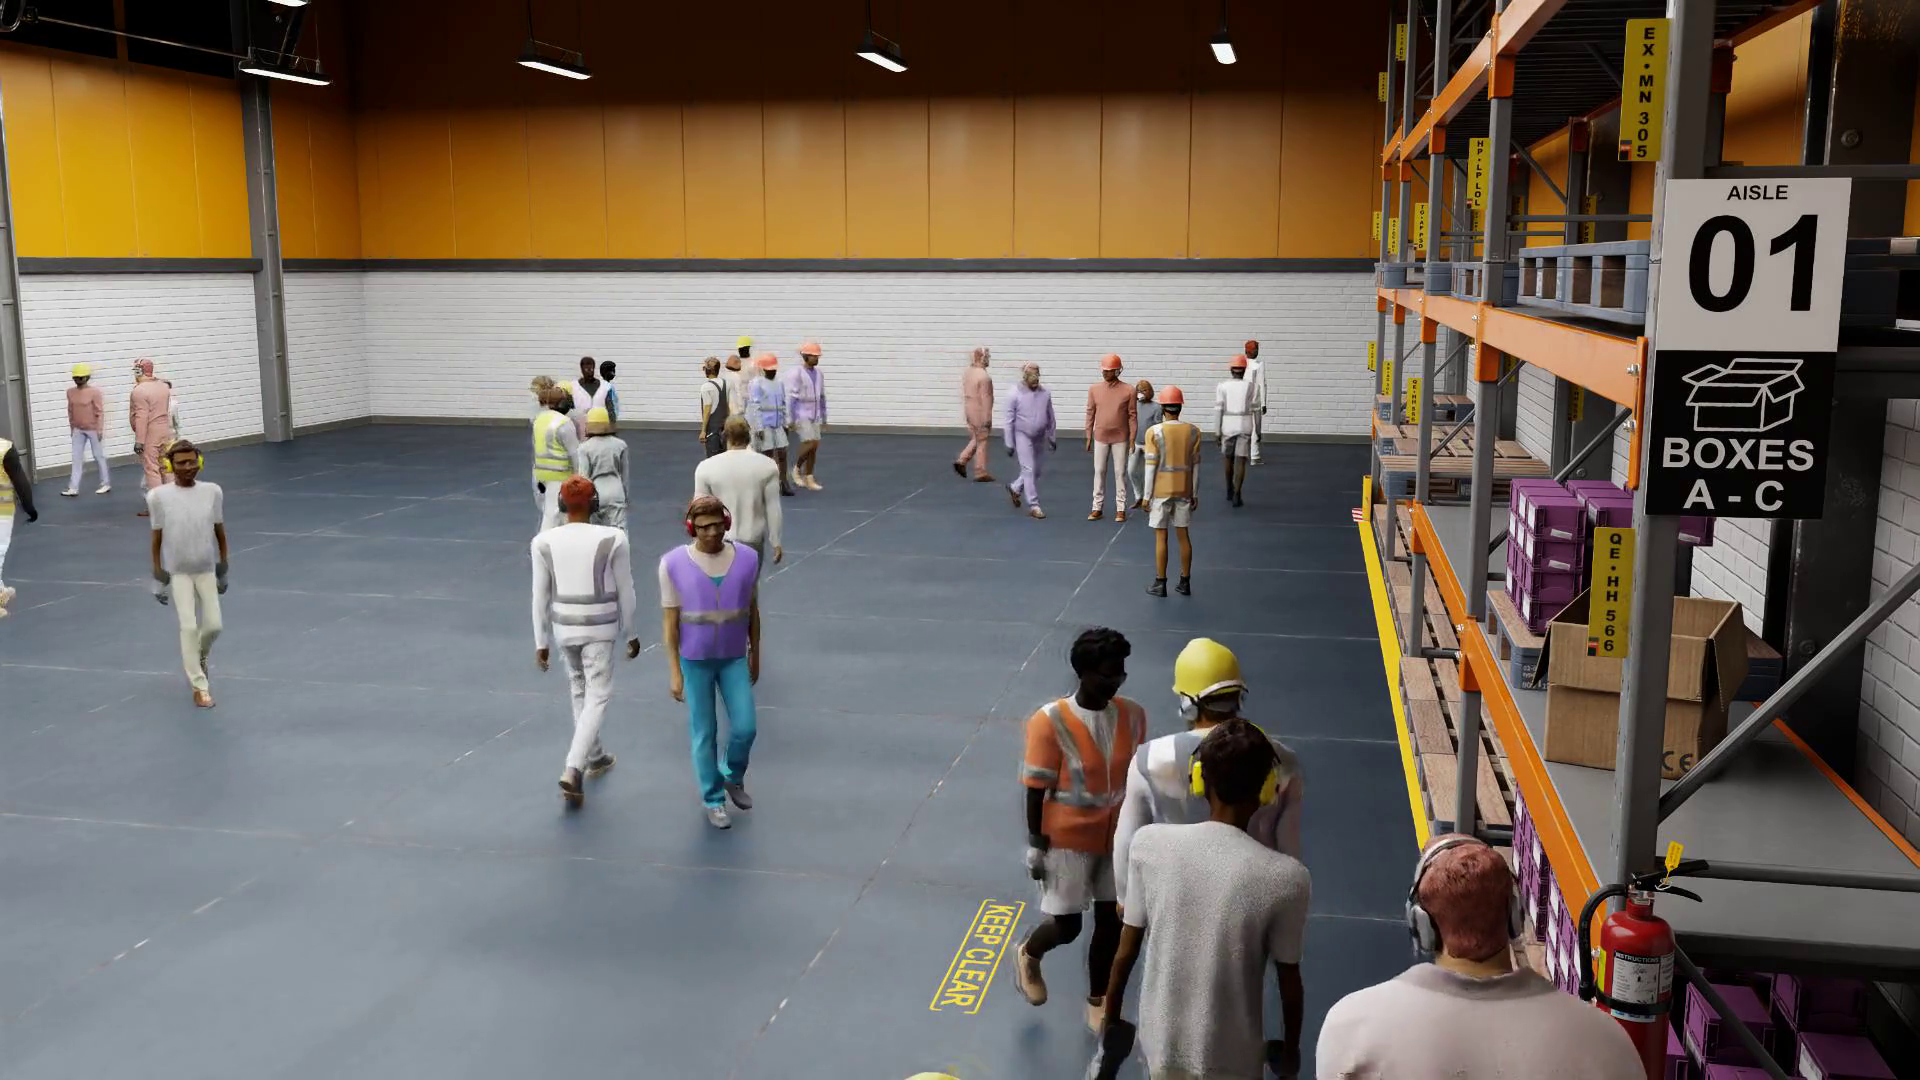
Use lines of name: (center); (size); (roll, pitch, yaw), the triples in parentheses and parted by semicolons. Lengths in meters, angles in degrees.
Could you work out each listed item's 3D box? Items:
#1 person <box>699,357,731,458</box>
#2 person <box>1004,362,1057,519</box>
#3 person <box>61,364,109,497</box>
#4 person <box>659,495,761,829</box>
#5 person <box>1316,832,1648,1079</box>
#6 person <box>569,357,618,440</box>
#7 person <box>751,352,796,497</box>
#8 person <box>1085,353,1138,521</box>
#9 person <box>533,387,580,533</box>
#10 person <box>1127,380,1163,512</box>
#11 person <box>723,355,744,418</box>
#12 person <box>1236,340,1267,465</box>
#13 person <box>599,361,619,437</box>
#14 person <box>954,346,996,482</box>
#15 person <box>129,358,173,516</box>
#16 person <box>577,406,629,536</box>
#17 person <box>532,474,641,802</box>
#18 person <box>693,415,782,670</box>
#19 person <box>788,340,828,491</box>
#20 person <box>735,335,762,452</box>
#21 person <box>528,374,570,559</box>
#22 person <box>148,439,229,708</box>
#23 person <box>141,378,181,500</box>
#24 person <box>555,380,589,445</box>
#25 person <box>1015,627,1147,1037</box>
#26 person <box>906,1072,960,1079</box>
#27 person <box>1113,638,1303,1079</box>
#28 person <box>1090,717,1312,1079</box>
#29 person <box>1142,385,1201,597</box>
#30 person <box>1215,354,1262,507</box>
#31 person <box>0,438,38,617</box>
person: (-3.162, -1.432, 21.427); (0.344, 1.847, 0.504); (6, 11, 31)
person: (0.804, -1.221, 20.081); (0.694, 1.871, 0.793); (-6, 11, -33)
person: (-11.468, -1.437, 21.773); (0.547, 1.728, 0.746); (1, 10, 8)
person: (-1.322, 0.657, 8.929); (0.571, 1.820, 0.452); (-4, 10, -25)
person: (1.104, 1.531, 3.502); (0.787, 1.857, 0.895); (2, 10, 12)
person: (-4.591, -1.344, 20.827); (0.593, 1.873, 0.939); (-6, 11, -32)
person: (-2.390, -1.482, 21.592); (0.590, 1.899, 0.611); (8, 12, 41)
person: (1.781, -1.207, 19.631); (0.623, 1.988, 0.392); (3, 10, 17)
person: (-3.902, -0.620, 16.647); (0.876, 1.802, 0.634); (-7, 11, -35)
person: (2.269, -1.164, 20.482); (0.505, 1.622, 0.376); (5, 11, 29)
person: (-3.517, -2.060, 25.852); (0.268, 1.631, 0.507); (-7, 12, -37)
person: (4.399, -2.075, 25.194); (0.573, 1.883, 0.355); (9, 13, 43)
person: (-4.918, -1.652, 23.215); (0.320, 1.692, 0.531); (-5, 11, -26)
person: (0.244, -1.741, 23.143); (0.488, 1.893, 0.662); (-5, 11, -27)
person: (-9.810, -1.245, 20.120); (0.402, 1.906, 0.652); (0, 9, 3)
person: (-3.359, -0.399, 15.644); (0.504, 1.705, 0.869); (-5, 11, -26)
person: (-2.171, 0.546, 9.536); (0.571, 1.855, 0.929); (2, 10, 10)
person: (-1.720, -0.009, 12.706); (0.660, 1.889, 0.990); (-3, 10, -17)
person: (-2.001, -1.648, 22.189); (0.419, 2.022, 0.627); (7, 12, 37)
person: (-3.419, -2.328, 26.631); (0.623, 1.908, 0.426); (7, 12, 37)
person: (-4.184, -0.775, 17.268); (0.700, 1.920, 0.632); (-9, 13, -43)
person: (-5.333, 0.214, 11.493); (0.516, 1.855, 0.602); (-8, 12, -39)
person: (-10.007, -1.212, 20.761); (0.490, 1.618, 0.529); (7, 12, 37)
person: (-4.402, -0.898, 18.506); (0.529, 1.751, 0.598); (0, 9, -2)
person: (0.453, 1.133, 6.485); (0.555, 1.674, 0.496); (-5, 11, -29)
person: (-0.027, 1.708, 2.726); (0.598, 1.778, 0.911); (2, 10, 14)
person: (0.830, 1.235, 5.520); (0.607, 1.810, 0.526); (-1, 9, -6)
person: (0.647, 1.387, 4.464); (0.553, 1.835, 0.474); (5, 11, 27)
person: (1.920, -0.446, 15.216); (0.552, 1.934, 0.363); (-3, 10, -17)
person: (3.538, -1.399, 21.070); (0.561, 1.897, 0.925); (3, 10, 20)
person: (-8.391, -0.249, 14.445); (0.642, 1.799, 0.934); (-1, 9, -4)
